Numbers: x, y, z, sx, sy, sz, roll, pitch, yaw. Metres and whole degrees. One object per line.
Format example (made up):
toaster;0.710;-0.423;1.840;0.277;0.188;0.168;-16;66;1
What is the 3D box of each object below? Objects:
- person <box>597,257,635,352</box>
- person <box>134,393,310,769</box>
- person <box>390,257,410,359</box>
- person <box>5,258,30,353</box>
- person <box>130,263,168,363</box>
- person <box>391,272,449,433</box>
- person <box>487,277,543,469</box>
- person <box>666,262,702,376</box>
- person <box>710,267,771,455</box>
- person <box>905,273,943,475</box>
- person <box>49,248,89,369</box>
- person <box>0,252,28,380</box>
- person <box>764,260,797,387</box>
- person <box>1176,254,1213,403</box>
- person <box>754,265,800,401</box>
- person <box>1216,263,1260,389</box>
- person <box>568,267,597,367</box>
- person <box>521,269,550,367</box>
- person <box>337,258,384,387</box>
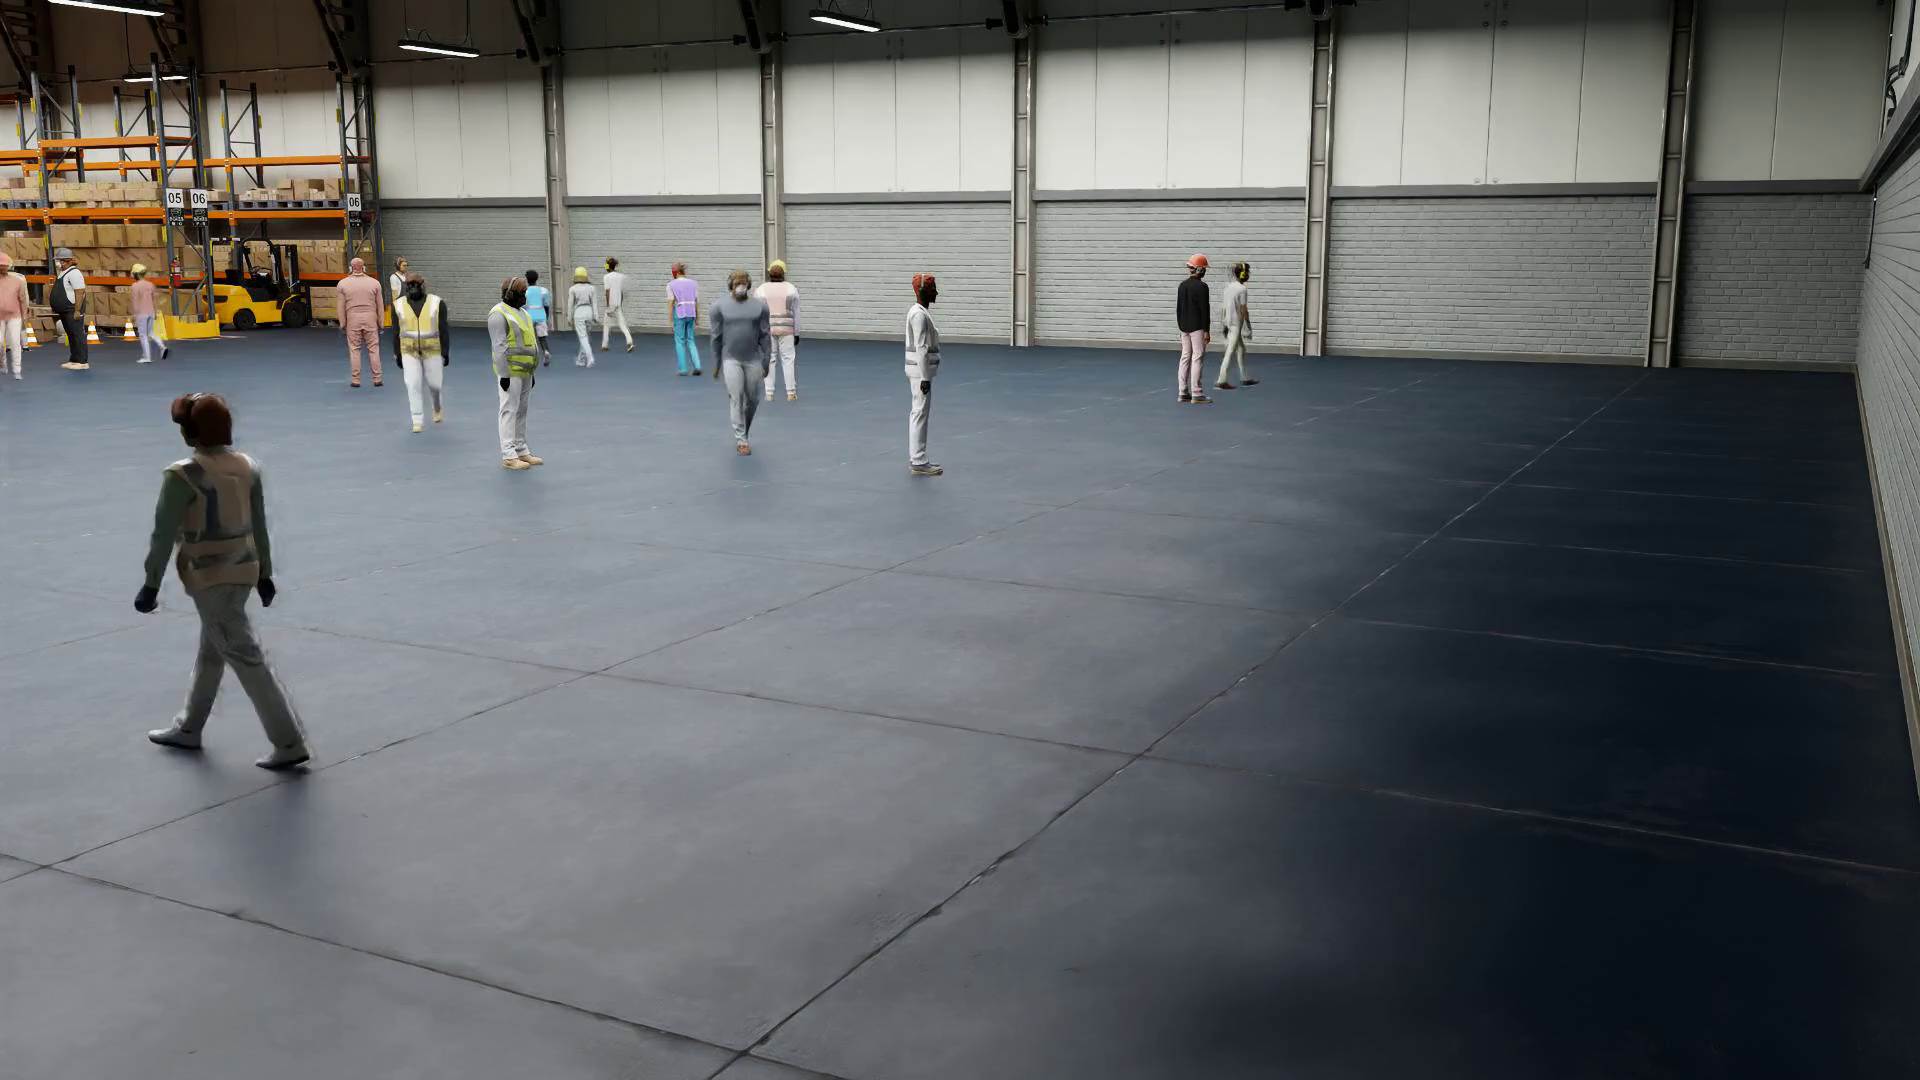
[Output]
person;-6.619;-4.514;31.972;0.971;1.837;0.529;8;13;38
person;-3.141;0.173;7.029;0.883;1.589;0.523;2;11;13
person;-10.139;-4.201;30.191;0.327;1.842;0.517;1;10;6
person;-18.117;-4.489;31.778;0.590;1.837;0.404;-7;13;-34
person;-14.304;-3.976;29.224;0.475;1.756;0.534;3;11;14
person;-6.195;-2.162;19.127;0.636;1.820;0.632;-2;11;-13
person;-4.287;-1.611;16.087;0.429;1.839;0.623;2;11;10
person;-4.398;-3.516;26.582;0.573;1.828;0.528;-10;14;-43
person;-2.275;-1.861;17.236;0.633;1.919;0.738;-3;11;-18
person;-0.344;-1.559;15.673;0.349;1.882;0.584;-1;10;-4
person;-14.965;-3.880;27.903;0.536;2.000;0.688;-10;14;-43
person;-14.899;-3.492;25.960;0.633;1.979;0.617;-7;12;-32
person;-2.723;-3.235;24.855;0.611;1.879;0.998;-5;11;-24
person;3.158;-2.832;22.313;0.386;1.992;0.625;-6;12;-29
person;-2.479;-2.804;22.578;0.623;1.844;0.430;-1;10;-3
person;4.131;-3.116;24.297;0.883;1.832;0.559;-3;11;-16
person;-6.421;-3.810;28.414;0.489;1.706;0.866;-8;13;-36
person;-7.121;-3.696;27.884;0.539;1.685;0.620;-5;12;-27
person;-8.877;-3.218;24.665;0.652;1.904;0.403;-5;11;-24
